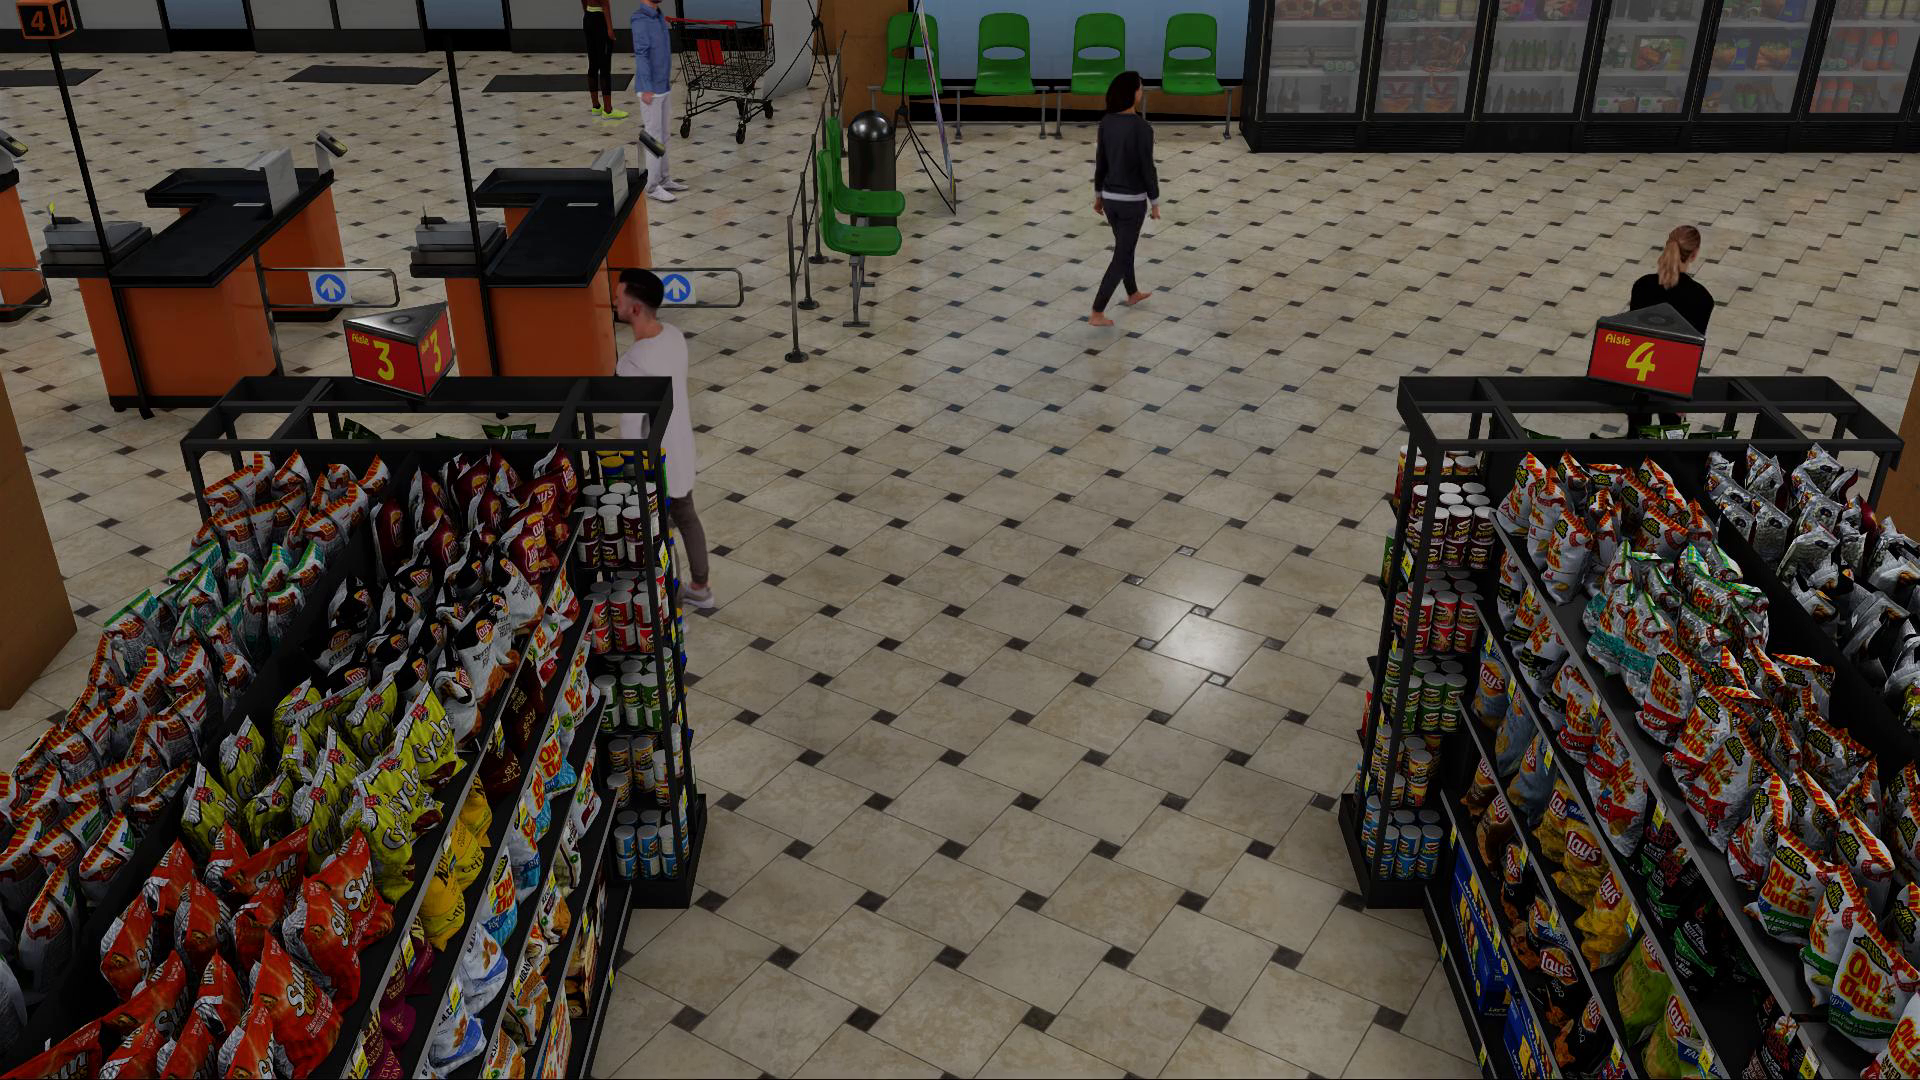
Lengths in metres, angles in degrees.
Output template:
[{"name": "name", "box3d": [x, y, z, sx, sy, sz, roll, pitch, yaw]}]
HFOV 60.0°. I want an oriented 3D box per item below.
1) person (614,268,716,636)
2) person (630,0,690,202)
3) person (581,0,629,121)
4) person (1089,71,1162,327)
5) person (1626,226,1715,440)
[{"name": "person", "box3d": [-1.413, -0.420, 7.902, 0.787, 1.836, 0.614, 10, 30, 18]}, {"name": "person", "box3d": [-2.600, -3.874, 14.175, 0.762, 1.887, 0.591, 7, 29, 12]}, {"name": "person", "box3d": [-3.616, -5.101, 16.559, 0.701, 1.755, 0.635, -24, 37, -37]}, {"name": "person", "box3d": [1.090, -2.298, 11.455, 1.149, 1.727, 1.090, -25, 37, -38]}, {"name": "person", "box3d": [3.606, -0.788, 8.724, 0.841, 1.694, 0.777, -22, 36, -34]}]
